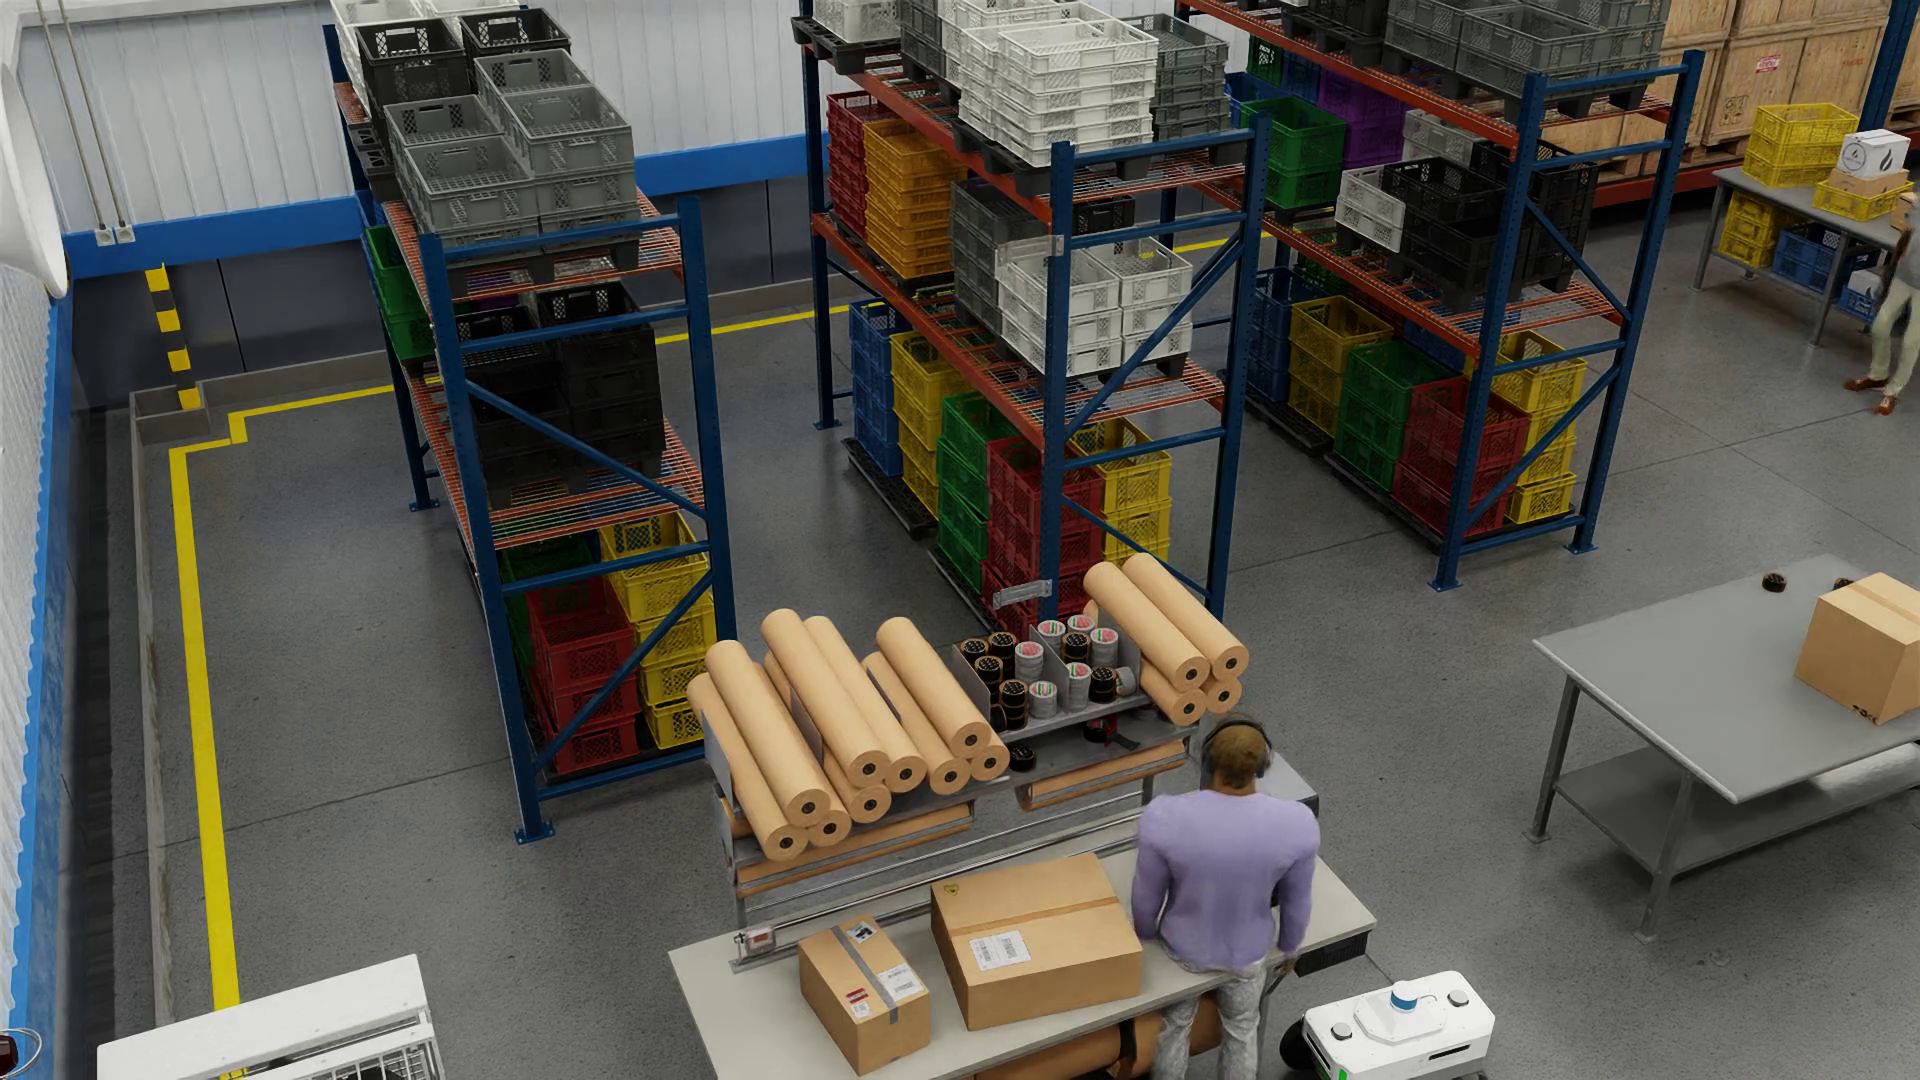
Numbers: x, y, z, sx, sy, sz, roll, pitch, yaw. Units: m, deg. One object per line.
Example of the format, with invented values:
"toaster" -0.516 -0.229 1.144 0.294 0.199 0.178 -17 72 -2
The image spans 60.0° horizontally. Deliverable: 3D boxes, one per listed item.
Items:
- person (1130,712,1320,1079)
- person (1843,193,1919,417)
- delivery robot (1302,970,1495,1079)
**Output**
"person" 0.928 1.446 6.030 0.638 1.930 0.379 1 32 2
"person" 6.504 -1.733 11.280 0.468 1.845 0.630 -14 34 -22
"delivery robot" 1.702 1.921 6.470 0.707 0.478 0.477 -10 33 -16
